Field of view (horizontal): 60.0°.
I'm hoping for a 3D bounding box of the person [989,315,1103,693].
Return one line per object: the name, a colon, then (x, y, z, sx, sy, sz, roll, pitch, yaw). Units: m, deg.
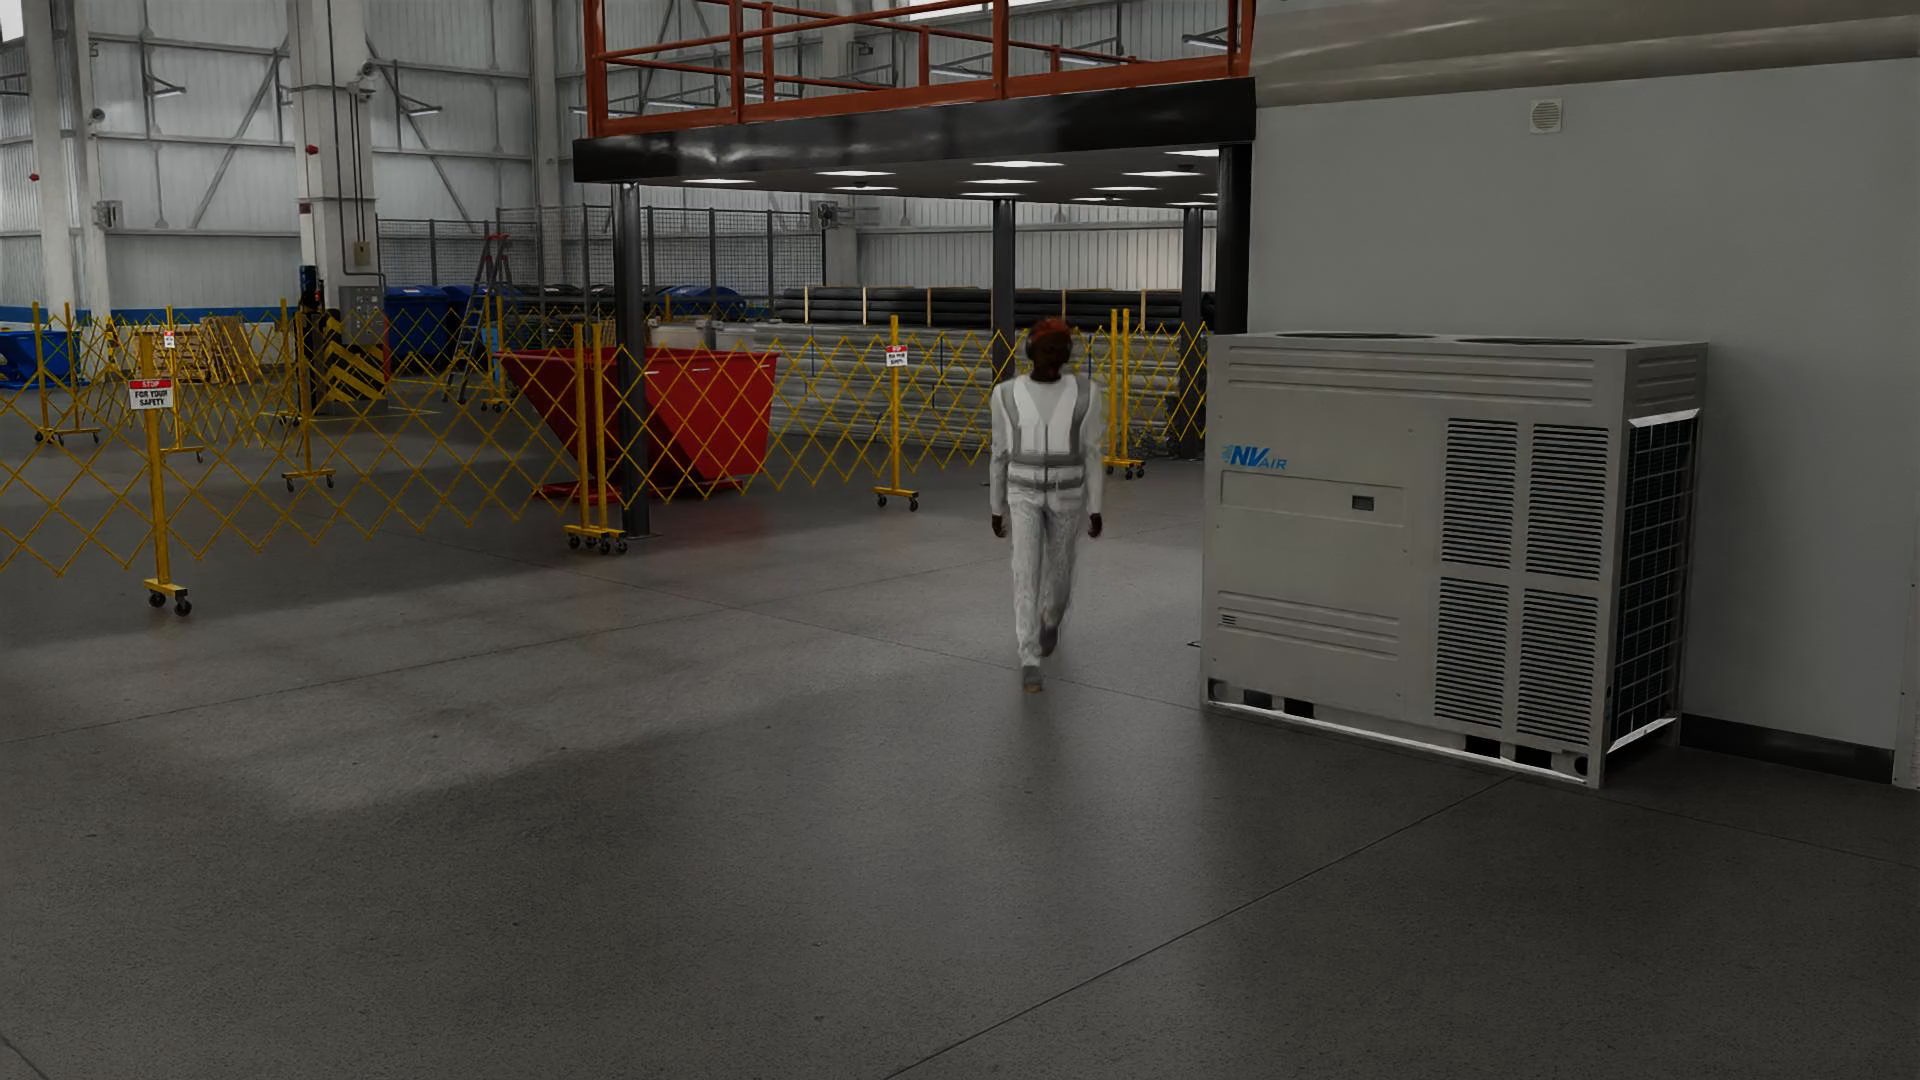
person: (0.430, -0.216, 8.447, 0.571, 1.854, 0.878, 0, 9, 1)
